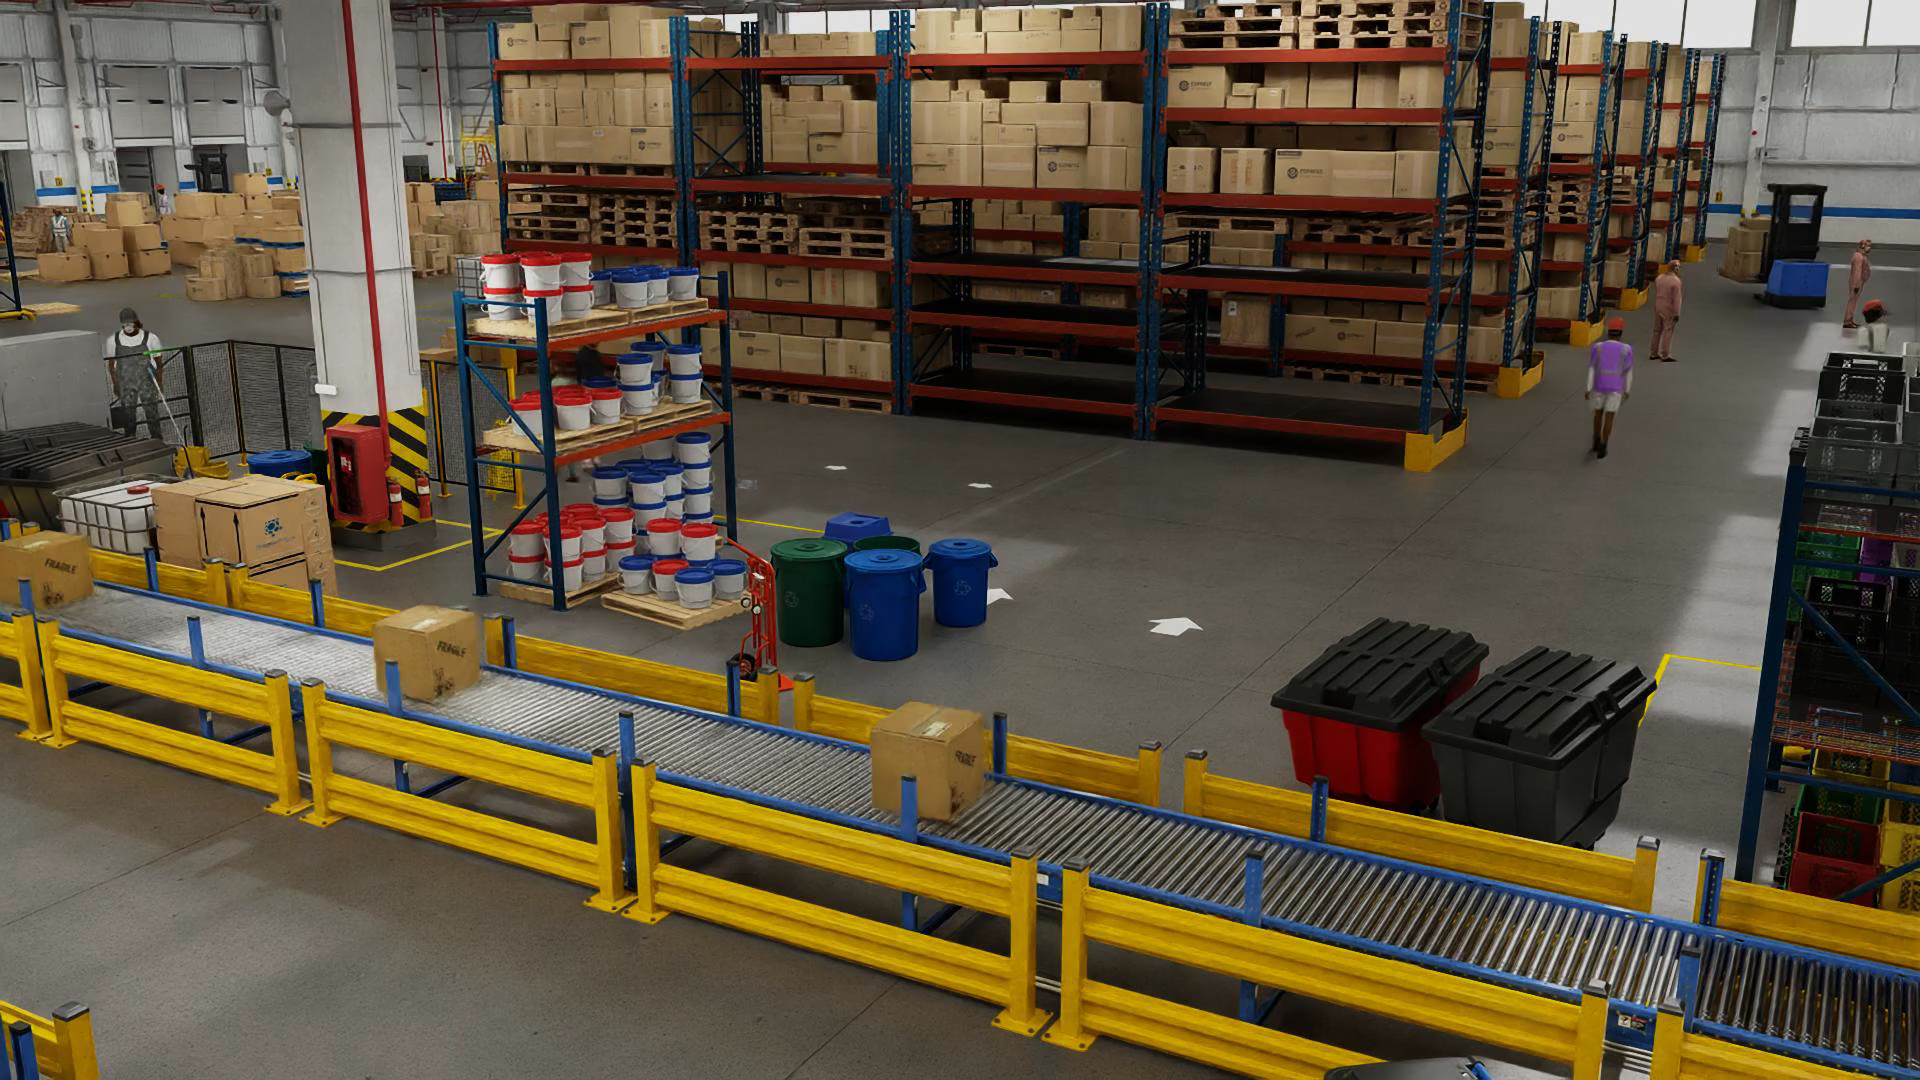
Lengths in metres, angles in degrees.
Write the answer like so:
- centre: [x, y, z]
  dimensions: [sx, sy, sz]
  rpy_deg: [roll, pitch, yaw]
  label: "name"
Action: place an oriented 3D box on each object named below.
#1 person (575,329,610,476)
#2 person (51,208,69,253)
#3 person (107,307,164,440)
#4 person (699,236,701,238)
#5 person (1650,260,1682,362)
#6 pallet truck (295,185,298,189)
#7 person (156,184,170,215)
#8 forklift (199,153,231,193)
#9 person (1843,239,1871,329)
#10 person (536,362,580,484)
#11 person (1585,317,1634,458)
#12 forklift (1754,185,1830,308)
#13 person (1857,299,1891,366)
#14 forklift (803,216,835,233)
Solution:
- centre: [-4.799, -1.849, 21.745]
  dimensions: [0.395, 1.993, 0.616]
  rpy_deg: [2, 15, 9]
  label: "person"
- centre: [-26.782, -9.062, 49.541]
  dimensions: [0.517, 1.639, 0.314]
  rpy_deg: [1, 15, 5]
  label: "person"
- centre: [-11.349, -2.190, 22.940]
  dimensions: [0.681, 2.000, 0.536]
  rpy_deg: [-5, 16, -18]
  label: "person"
- centre: [-6.140, -6.470, 39.790]
  dimensions: [0.514, 1.644, 0.307]
  rpy_deg: [1, 15, 5]
  label: "person"
- centre: [13.240, -4.283, 31.086]
  dimensions: [0.400, 1.902, 0.642]
  rpy_deg: [-5, 16, -18]
  label: "person"
- centre: [-26.804, -14.617, 69.738]
  dimensions: [1.885, 1.965, 0.823]
  rpy_deg: [-14, 20, -42]
  label: "pallet truck"
- centre: [-27.477, -11.307, 57.432]
  dimensions: [0.374, 1.928, 0.543]
  rpy_deg: [-9, 18, -32]
  label: "person"
- centre: [-27.440, -12.865, 61.464]
  dimensions: [1.873, 2.768, 1.129]
  rpy_deg: [8, 17, 28]
  label: "forklift"
- centre: [19.238, -5.481, 35.598]
  dimensions: [0.397, 1.900, 0.644]
  rpy_deg: [9, 17, 31]
  label: "person"
- centre: [-5.198, -1.521, 21.273]
  dimensions: [0.821, 1.583, 0.559]
  rpy_deg: [8, 17, 27]
  label: "person"
- centre: [8.968, -2.123, 22.947]
  dimensions: [0.554, 1.899, 0.896]
  rpy_deg: [8, 17, 28]
  label: "person"
- centre: [19.787, -6.969, 39.300]
  dimensions: [1.129, 2.768, 1.873]
  rpy_deg: [3, 15, 9]
  label: "forklift"
- centre: [13.237, -2.475, 24.101]
  dimensions: [0.609, 2.000, 0.902]
  rpy_deg: [-6, 16, -20]
  label: "person"
- centre: [-2.598, -4.664, 30.635]
  dimensions: [1.873, 2.768, 1.129]
  rpy_deg: [8, 17, 28]
  label: "forklift"
